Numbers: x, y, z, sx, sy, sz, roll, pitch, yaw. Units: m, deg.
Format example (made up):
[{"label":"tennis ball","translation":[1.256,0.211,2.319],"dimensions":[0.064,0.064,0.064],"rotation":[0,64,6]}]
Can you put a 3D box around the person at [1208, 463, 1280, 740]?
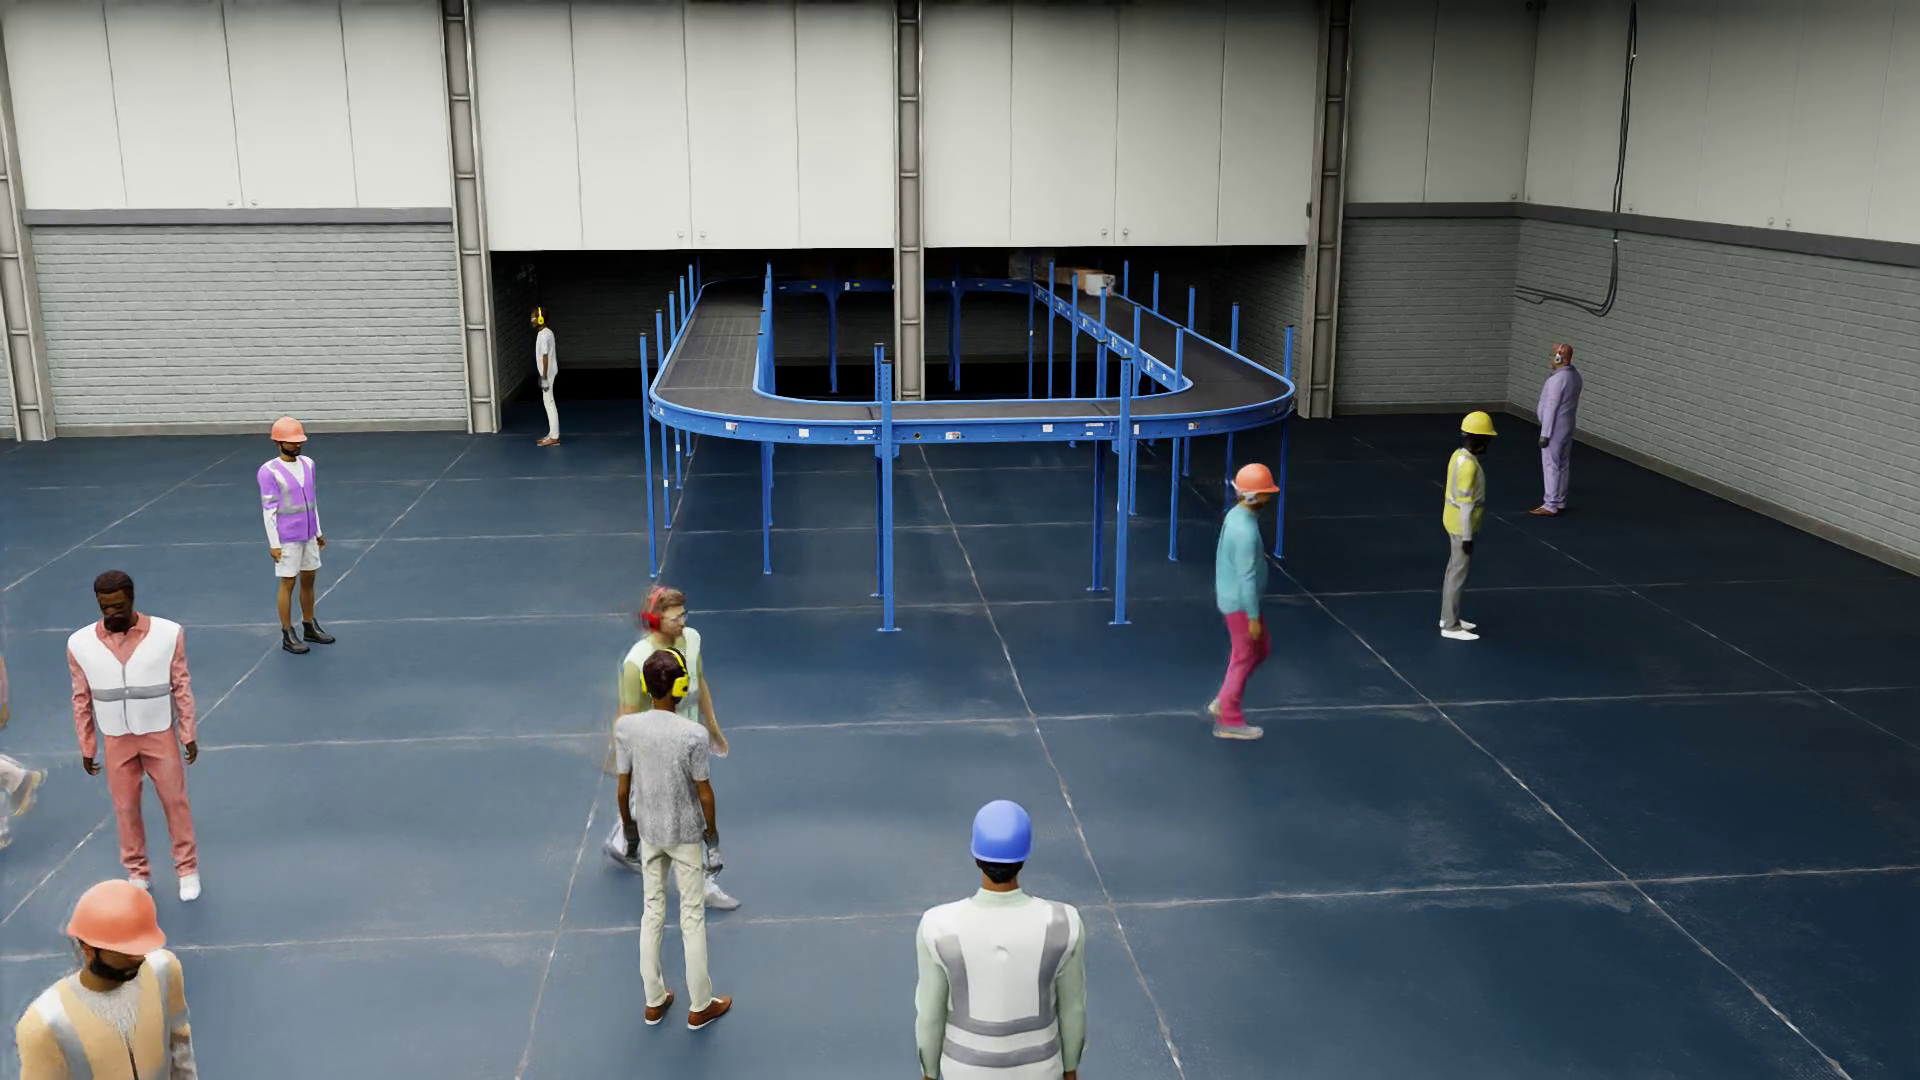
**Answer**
[{"label":"person","translation":[1.995,0.434,11.543],"dimensions":[0.447,1.973,0.644],"rotation":[1,14,5]}]

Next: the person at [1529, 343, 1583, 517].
[{"label":"person","translation":[6.558,-1.215,18.314],"dimensions":[0.402,1.901,0.647],"rotation":[12,18,40]}]

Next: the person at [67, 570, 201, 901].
[{"label":"person","translation":[-4.520,1.070,9.151],"dimensions":[0.600,1.907,0.387],"rotation":[-4,15,-17]}]

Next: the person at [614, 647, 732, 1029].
[{"label":"person","translation":[-1.366,1.410,7.873],"dimensions":[0.520,1.865,0.328],"rotation":[4,15,16]}]

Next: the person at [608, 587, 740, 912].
[{"label":"person","translation":[-1.650,1.108,9.222],"dimensions":[0.961,1.803,0.585],"rotation":[6,15,23]}]

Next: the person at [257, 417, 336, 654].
[{"label":"person","translation":[-5.399,-0.048,13.556],"dimensions":[0.357,1.936,0.551],"rotation":[6,15,23]}]

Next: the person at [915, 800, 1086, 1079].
[{"label":"person","translation":[0.142,1.856,5.915],"dimensions":[0.605,1.948,0.404],"rotation":[-1,14,-3]}]

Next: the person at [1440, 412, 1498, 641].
[{"label":"person","translation":[4.242,-0.124,13.909],"dimensions":[0.390,1.920,0.595],"rotation":[3,14,13]}]

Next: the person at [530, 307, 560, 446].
[{"label":"person","translation":[-5.566,-2.196,22.308],"dimensions":[0.325,1.866,0.497],"rotation":[-2,14,-10]}]

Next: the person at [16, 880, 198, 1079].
[{"label":"person","translation":[-2.736,1.996,5.486],"dimensions":[0.988,1.871,0.647],"rotation":[9,17,33]}]

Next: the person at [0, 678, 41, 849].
[{"label":"person","translation":[-5.810,0.876,9.759],"dimensions":[0.649,1.982,0.628],"rotation":[7,16,25]}]
